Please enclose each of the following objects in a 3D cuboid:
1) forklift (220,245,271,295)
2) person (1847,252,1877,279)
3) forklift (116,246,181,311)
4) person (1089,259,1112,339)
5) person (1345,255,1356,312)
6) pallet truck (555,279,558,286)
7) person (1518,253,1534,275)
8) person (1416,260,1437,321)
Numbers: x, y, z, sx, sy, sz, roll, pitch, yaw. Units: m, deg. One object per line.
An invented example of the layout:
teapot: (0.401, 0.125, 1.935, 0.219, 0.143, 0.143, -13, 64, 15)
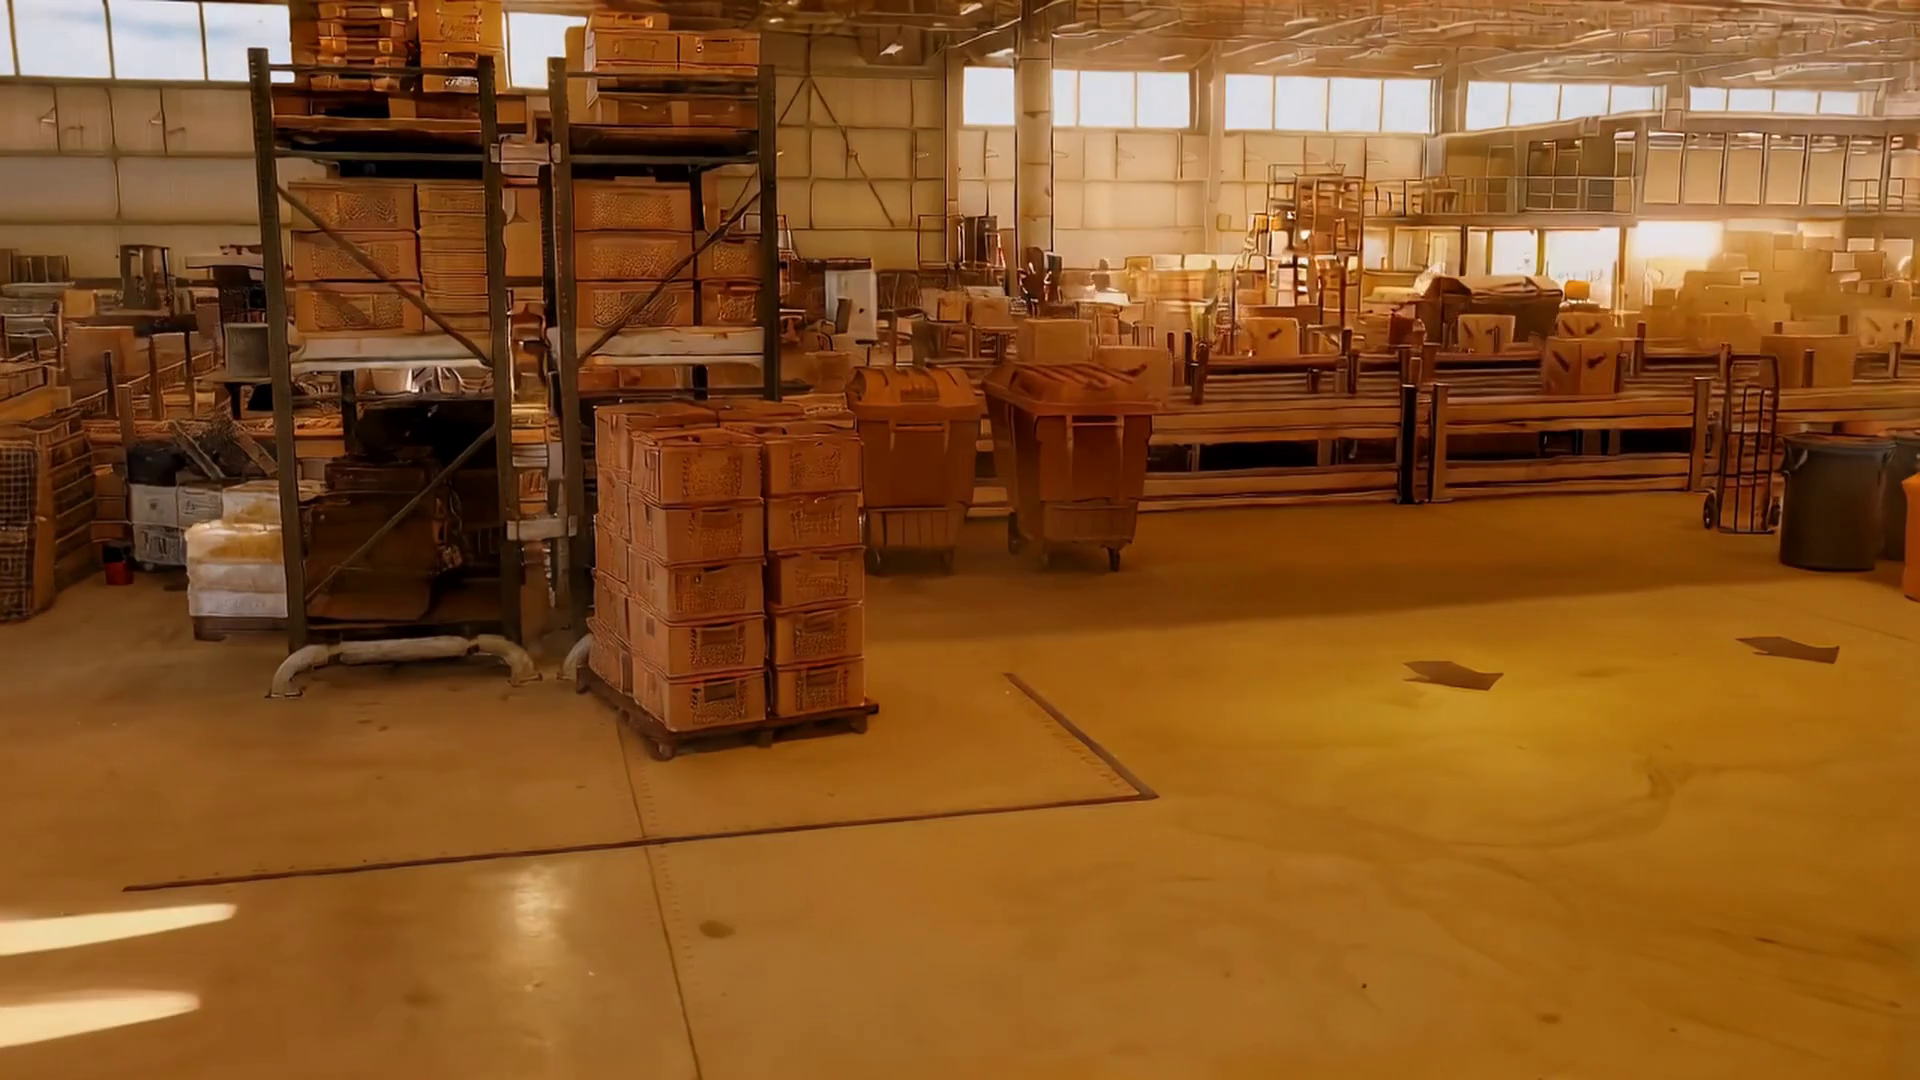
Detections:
forklift: (-17.749, -6.334, 41.440, 1.157, 1.987, 2.680, -3, 10, -17)
person: (22.469, -6.236, 41.643, 0.705, 2.000, 0.682, 1, 10, 5)
forklift: (-19.966, -6.232, 40.894, 1.157, 1.987, 2.680, -3, 10, -15)
person: (3.211, -5.504, 38.088, 0.524, 1.845, 0.805, 6, 11, 29)
person: (12.702, -8.340, 54.110, 0.750, 1.860, 0.372, -8, 13, -38)
pallet truck: (-10.604, -6.375, 44.520, 0.653, 1.274, 1.630, -3, 10, -15)
person: (18.499, -8.415, 54.353, 0.605, 1.908, 0.425, -4, 11, -22)
person: (12.609, -6.679, 44.960, 0.557, 1.755, 0.460, 4, 11, 21)
